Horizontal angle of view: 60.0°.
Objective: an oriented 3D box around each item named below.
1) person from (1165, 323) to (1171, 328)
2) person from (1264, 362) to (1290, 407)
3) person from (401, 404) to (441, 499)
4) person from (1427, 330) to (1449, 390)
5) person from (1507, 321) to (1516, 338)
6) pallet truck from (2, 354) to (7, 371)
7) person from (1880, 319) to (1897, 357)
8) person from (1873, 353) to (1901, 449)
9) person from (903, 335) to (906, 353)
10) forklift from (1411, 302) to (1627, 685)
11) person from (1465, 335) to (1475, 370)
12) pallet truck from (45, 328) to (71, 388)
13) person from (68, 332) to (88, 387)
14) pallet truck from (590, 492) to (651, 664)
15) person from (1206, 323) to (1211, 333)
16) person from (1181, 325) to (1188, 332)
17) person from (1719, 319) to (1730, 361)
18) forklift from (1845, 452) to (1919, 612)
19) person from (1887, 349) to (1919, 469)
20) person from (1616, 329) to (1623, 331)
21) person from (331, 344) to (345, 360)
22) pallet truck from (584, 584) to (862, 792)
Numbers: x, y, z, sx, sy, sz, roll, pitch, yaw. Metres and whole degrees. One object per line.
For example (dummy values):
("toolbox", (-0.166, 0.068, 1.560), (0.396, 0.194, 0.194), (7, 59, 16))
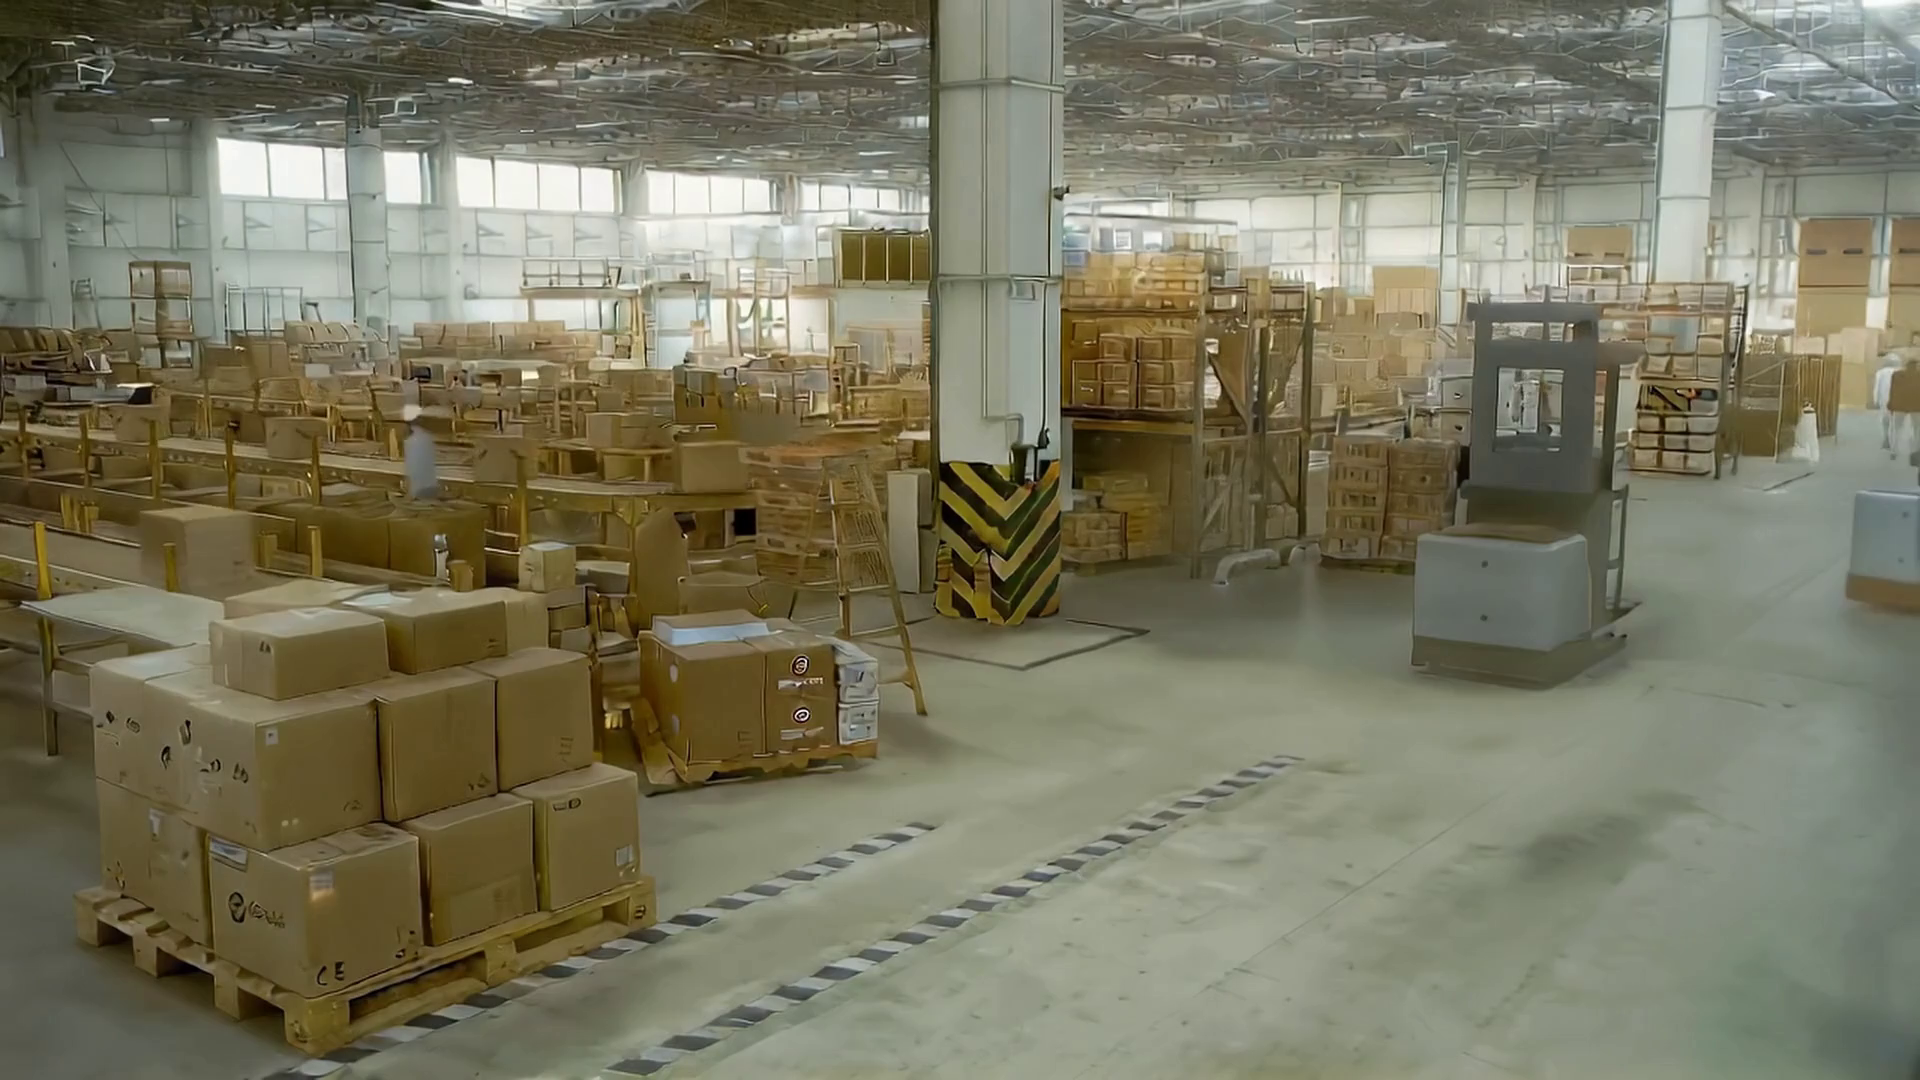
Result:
("person", (7.553, -6.976, 60.464), (0.415, 1.823, 0.541), (1, 8, 6))
("person", (5.867, -2.490, 30.889), (0.522, 1.618, 0.342), (7, 11, 38))
("person", (-5.766, -0.563, 17.548), (0.848, 1.731, 0.528), (4, 9, 24))
("person", (13.260, -4.816, 45.733), (1.005, 1.896, 0.543), (5, 10, 32))
("person", (26.411, -9.821, 79.565), (1.036, 1.876, 0.606), (4, 9, 25))
("pallet truck", (-24.881, -4.417, 42.634), (1.885, 1.965, 0.823), (8, 11, 41))
("person", (35.889, -7.590, 64.324), (0.641, 1.914, 0.557), (-1, 8, -7))
("person", (17.420, -2.597, 31.101), (0.591, 1.793, 0.888), (4, 9, 25))
("person", (-2.160, -8.366, 70.482), (0.497, 1.626, 0.288), (2, 9, 11))
("forklift", (4.379, -0.438, 12.852), (1.129, 2.768, 1.873), (7, 11, 37))
("person", (14.505, -4.903, 46.839), (0.533, 1.738, 0.752), (-7, 11, -40))
("pallet truck", (-23.775, -4.544, 43.495), (1.885, 1.965, 0.823), (6, 10, 35))
("person", (-22.452, -4.320, 42.286), (0.643, 1.909, 0.410), (5, 10, 28))
("pallet truck", (-3.115, 0.344, 12.883), (0.653, 1.274, 1.630), (7, 11, 37))
("person", (8.117, -6.123, 54.350), (0.634, 1.928, 0.796), (-2, 9, -11))
("person", (7.286, -6.014, 53.854), (0.333, 1.865, 0.520), (5, 10, 28))
("person", (32.063, -8.387, 69.840), (0.606, 1.878, 1.001), (-4, 9, -23))
("forklift", (9.240, -0.782, 15.169), (1.873, 2.768, 1.129), (-4, 9, -24))
("person", (15.656, -2.160, 27.438), (0.618, 1.990, 0.394), (4, 9, 23))
("person", (19.225, -5.212, 48.455), (0.971, 1.868, 0.597), (0, 8, 2))
("person", (-15.774, -4.385, 42.326), (0.423, 2.026, 0.627), (-3, 9, -20))
("pallet truck", (-1.426, 0.805, 10.019), (1.601, 1.201, 0.680), (-4, 9, -26))
